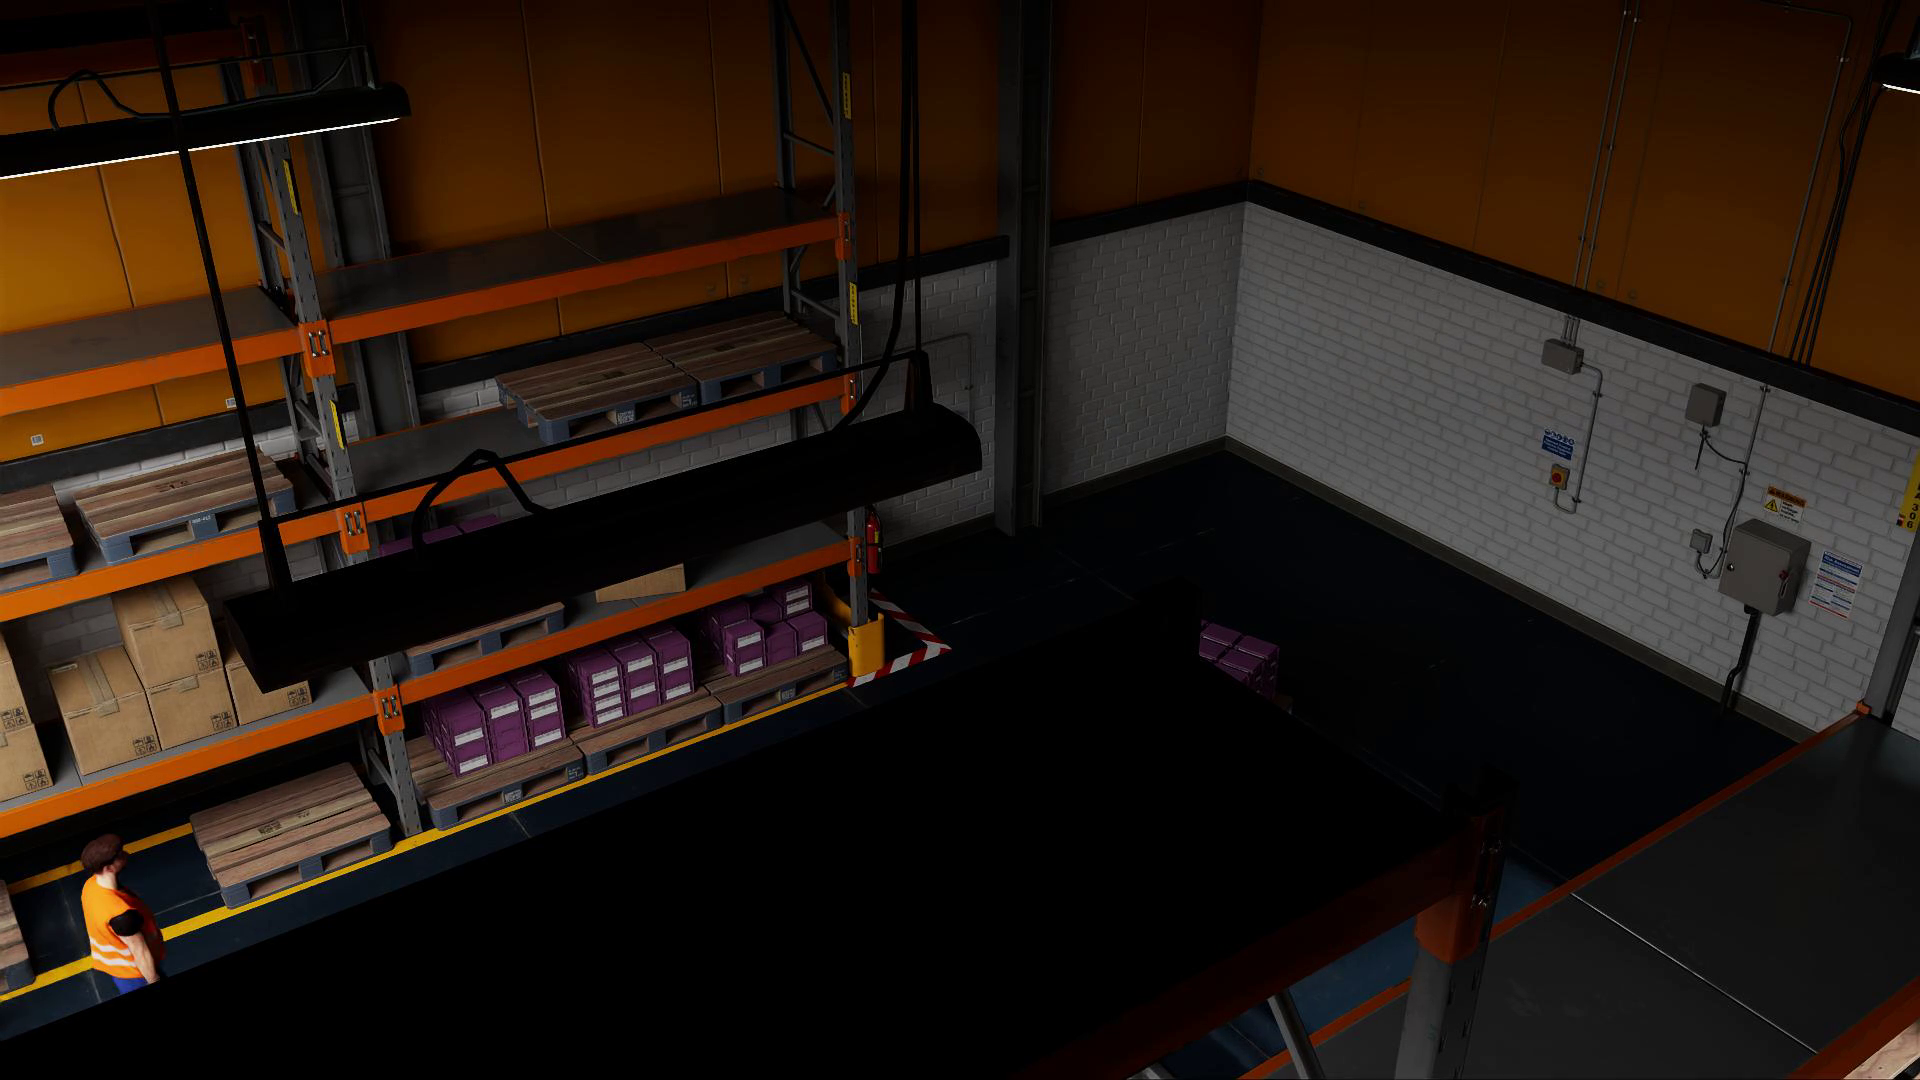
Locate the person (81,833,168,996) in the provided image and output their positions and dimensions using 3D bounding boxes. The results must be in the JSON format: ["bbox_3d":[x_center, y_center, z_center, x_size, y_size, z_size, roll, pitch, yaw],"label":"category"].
[{"bbox_3d":[-4.993,2.588,9.933,1.107,1.873,0.803,-25,37,-37],"label":"person"}]
